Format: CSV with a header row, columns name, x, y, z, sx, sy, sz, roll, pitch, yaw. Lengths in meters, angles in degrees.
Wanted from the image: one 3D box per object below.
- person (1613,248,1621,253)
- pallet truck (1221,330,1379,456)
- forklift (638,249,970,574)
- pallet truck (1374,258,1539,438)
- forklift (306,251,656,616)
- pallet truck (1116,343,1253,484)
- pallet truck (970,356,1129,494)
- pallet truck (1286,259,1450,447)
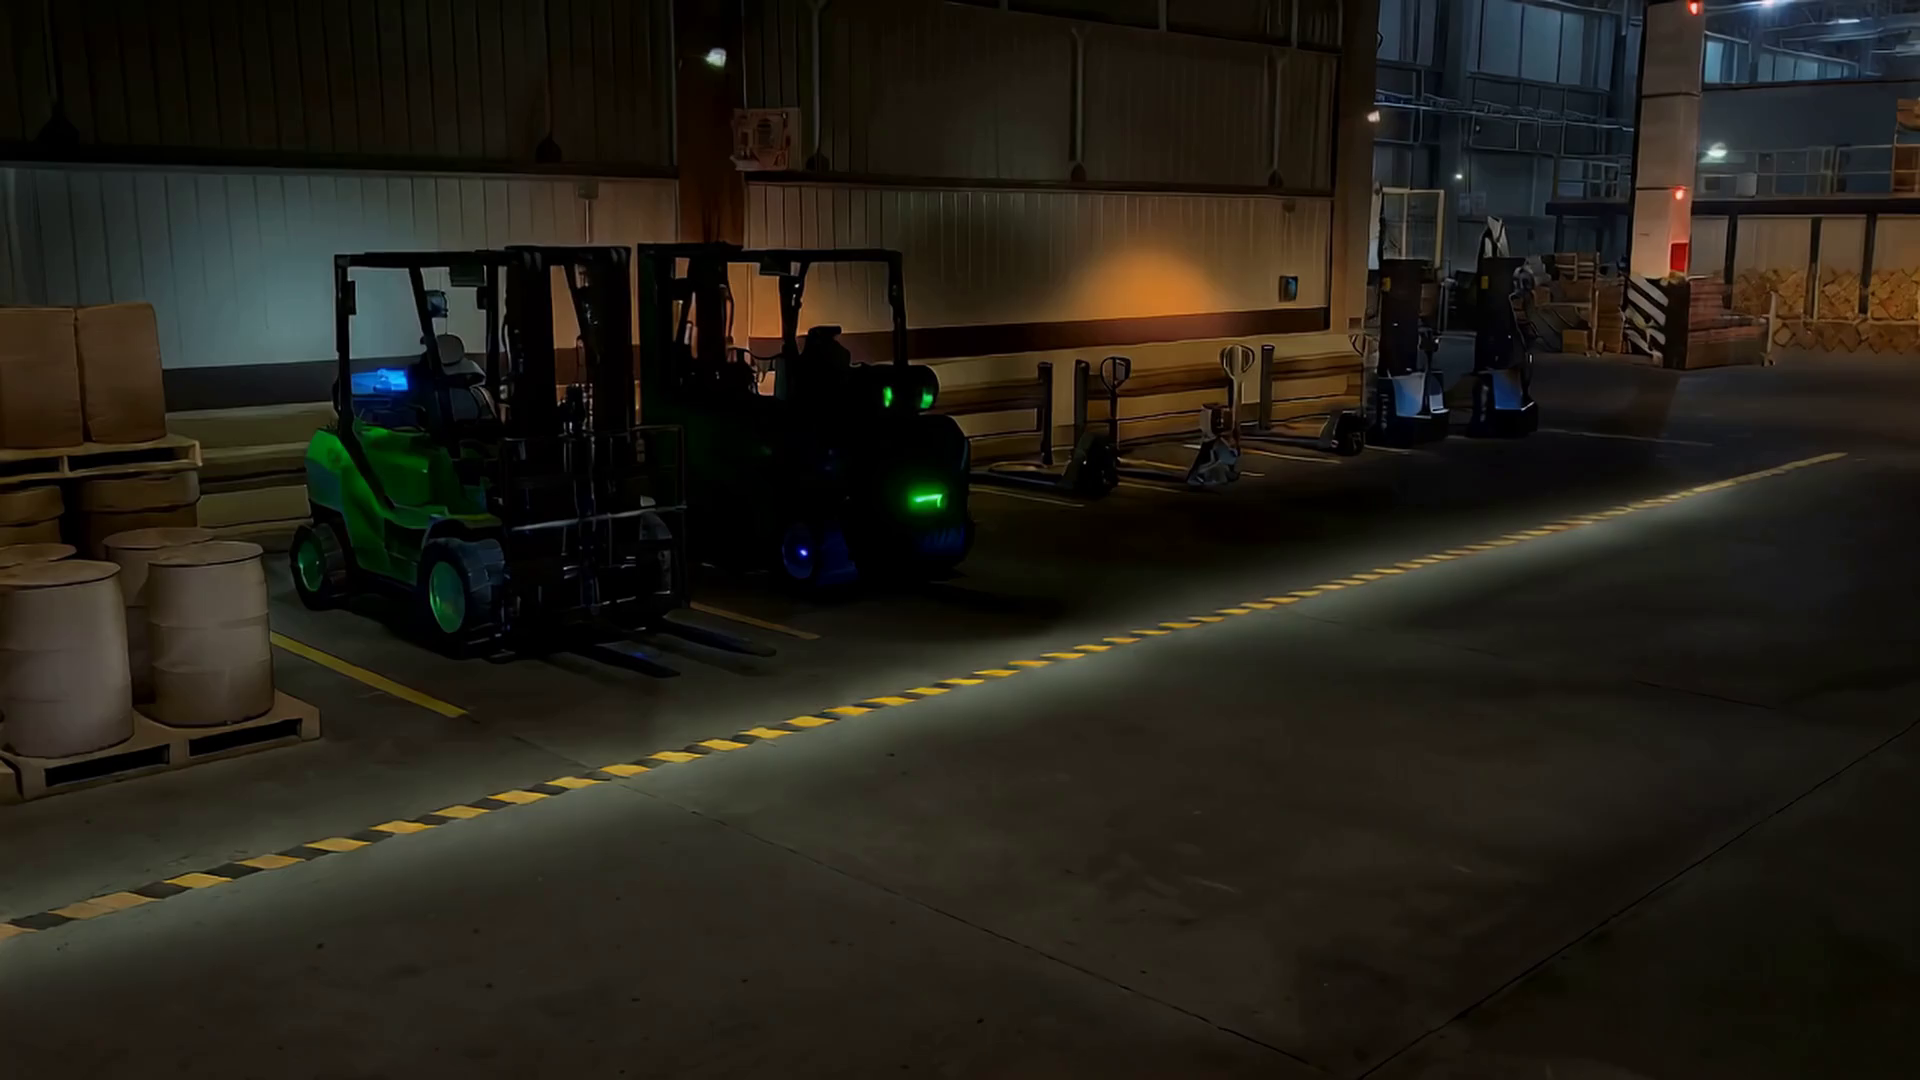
name,x,y,z,sx,sy,sz,roll,pitch,yaw
person,18.054,-7.080,45.777,0.584,1.882,0.337,-10,14,-43
pallet truck,3.563,-1.581,17.381,0.653,1.274,1.630,-10,14,-44
forklift,-1.173,-0.958,11.239,2.680,1.987,1.157,10,14,43
pallet truck,5.704,-2.208,18.901,1.885,1.965,0.823,10,14,43
forklift,-2.833,-0.669,9.694,1.157,1.987,2.680,-10,14,-44
pallet truck,1.962,-1.215,15.415,1.522,1.261,0.704,10,14,43
pallet truck,0.784,-1.085,14.876,0.680,1.201,1.601,-10,14,-44
pallet truck,4.493,-2.078,18.196,0.823,1.965,1.885,-9,14,-40
